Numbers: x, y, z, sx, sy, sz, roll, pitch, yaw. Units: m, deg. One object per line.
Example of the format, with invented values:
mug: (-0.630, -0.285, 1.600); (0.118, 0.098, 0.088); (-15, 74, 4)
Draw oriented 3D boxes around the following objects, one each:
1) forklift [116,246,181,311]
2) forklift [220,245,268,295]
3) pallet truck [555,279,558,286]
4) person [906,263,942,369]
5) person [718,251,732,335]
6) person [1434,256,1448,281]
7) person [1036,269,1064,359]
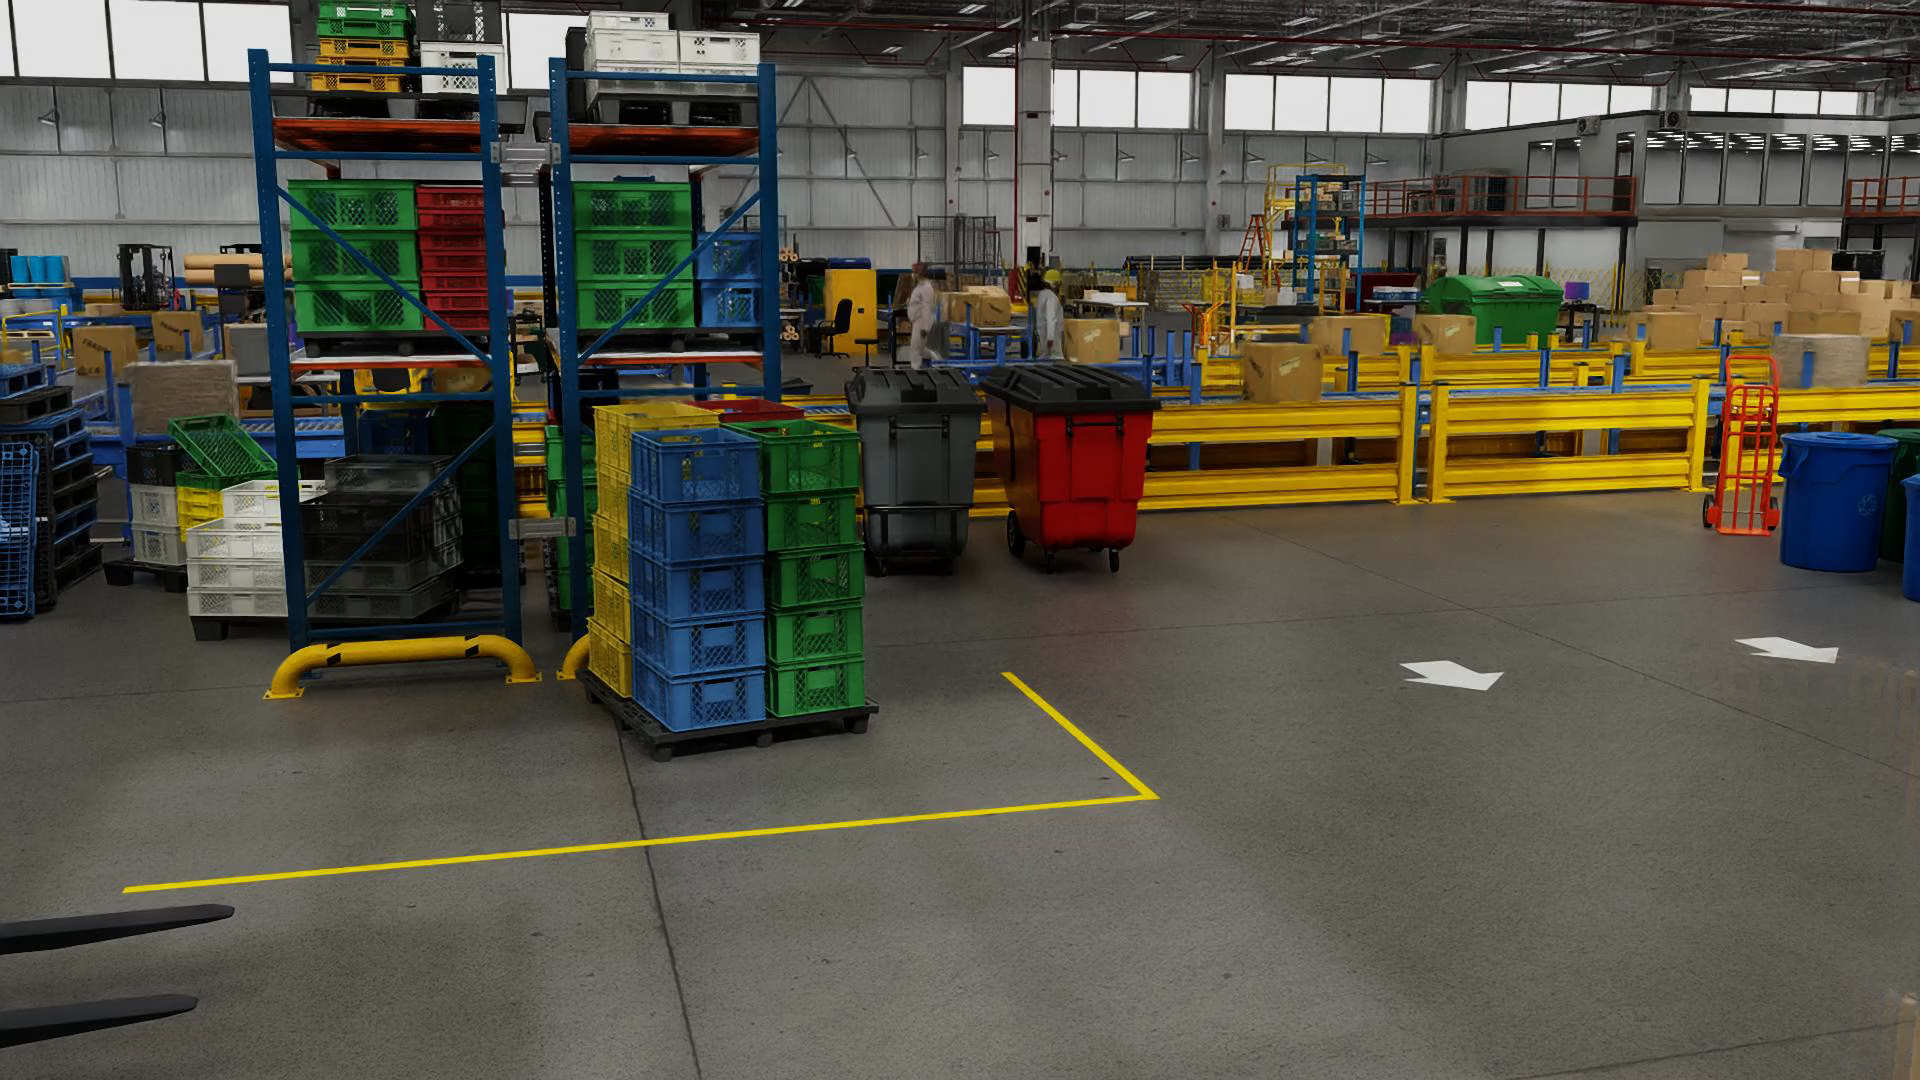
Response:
forklift: (-19.966, -6.232, 40.894); (1.157, 1.987, 2.680); (-3, 10, -15)
forklift: (-17.749, -6.334, 41.440); (1.157, 1.987, 2.680); (-3, 10, -17)
pallet truck: (-10.604, -6.375, 44.520); (0.653, 1.274, 1.630); (-3, 10, -15)
person: (-0.534, -3.290, 25.429); (0.749, 1.883, 0.649); (-2, 10, -10)
person: (-4.342, -4.378, 31.112); (0.379, 2.045, 0.605); (-2, 10, -9)
person: (16.432, -8.842, 57.098); (0.521, 1.810, 0.900); (-4, 11, -19)
person: (1.224, -2.977, 23.845); (0.706, 1.811, 0.596); (-3, 10, -14)
